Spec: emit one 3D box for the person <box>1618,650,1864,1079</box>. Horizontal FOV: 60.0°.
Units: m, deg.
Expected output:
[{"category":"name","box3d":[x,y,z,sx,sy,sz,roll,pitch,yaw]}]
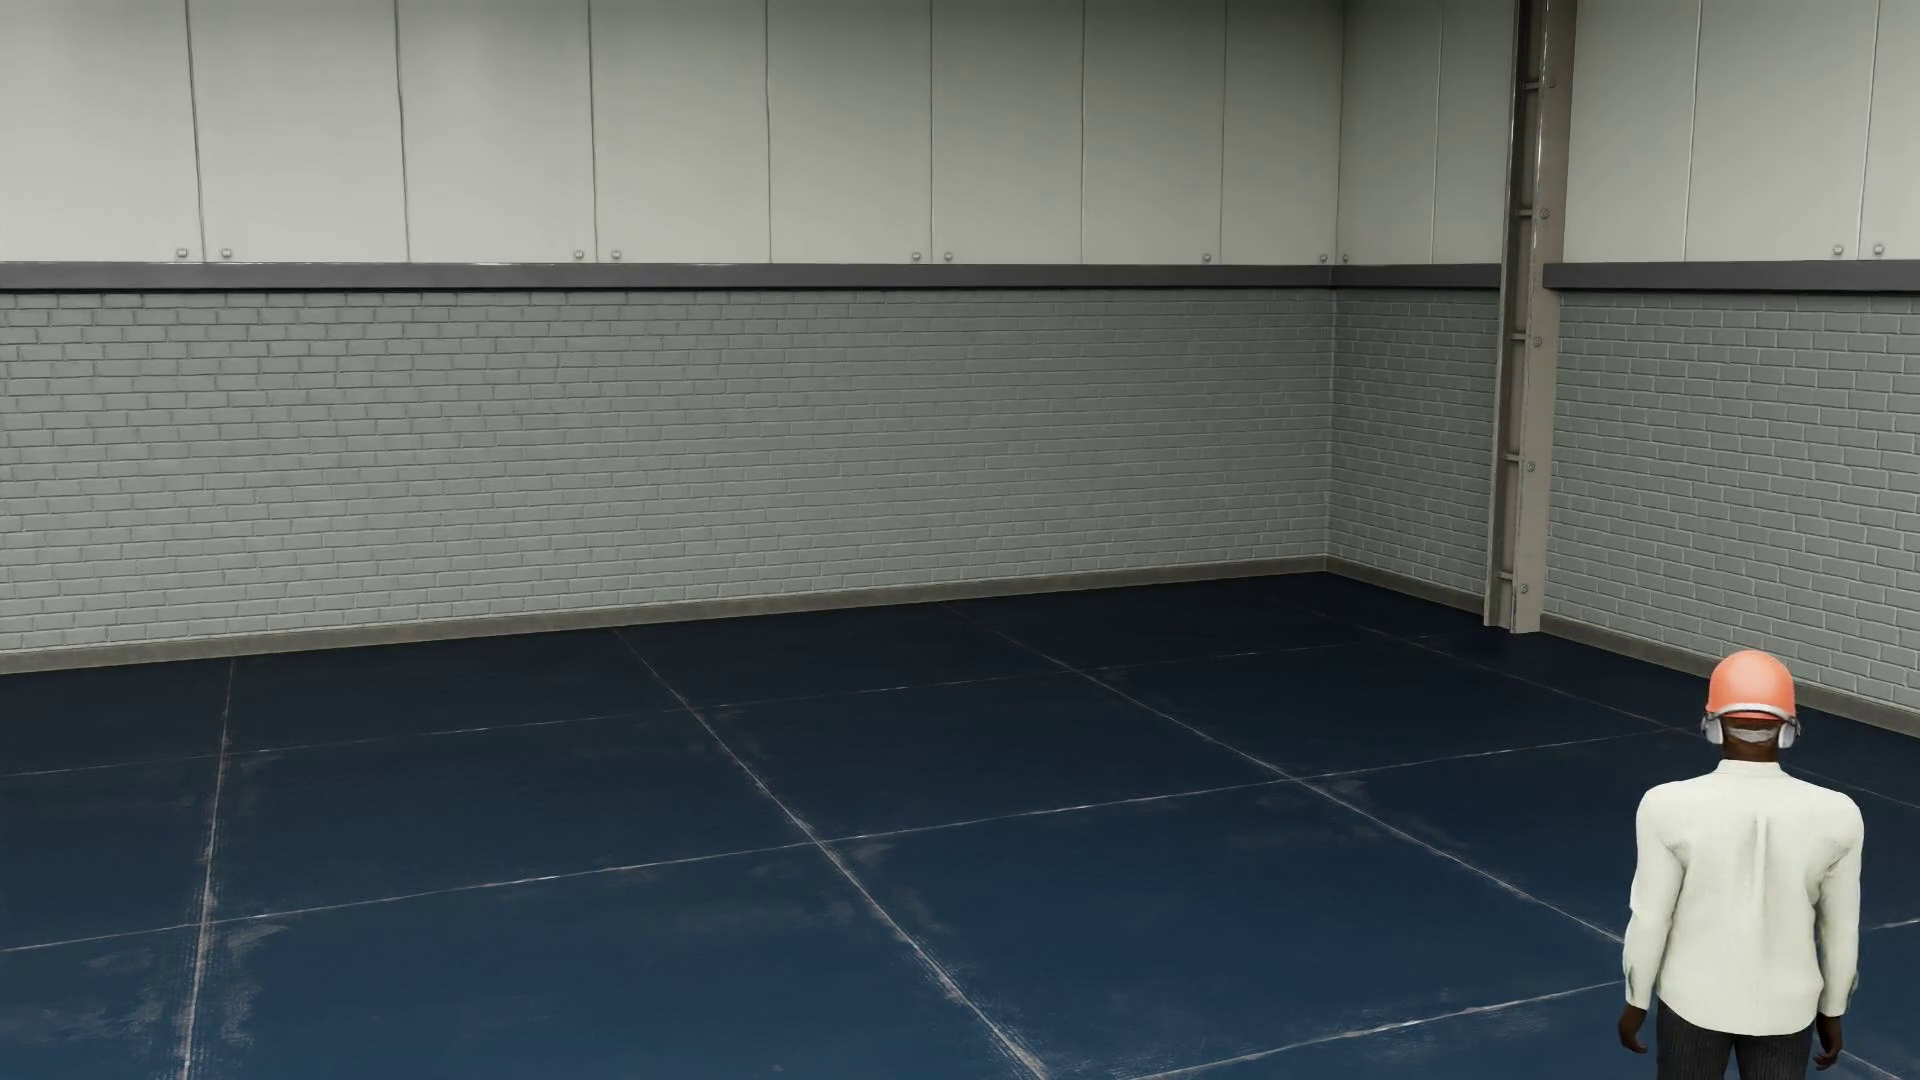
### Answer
[{"category":"person","box3d":[2.194,1.297,4.725,0.622,1.989,0.399,1,9,8]}]
